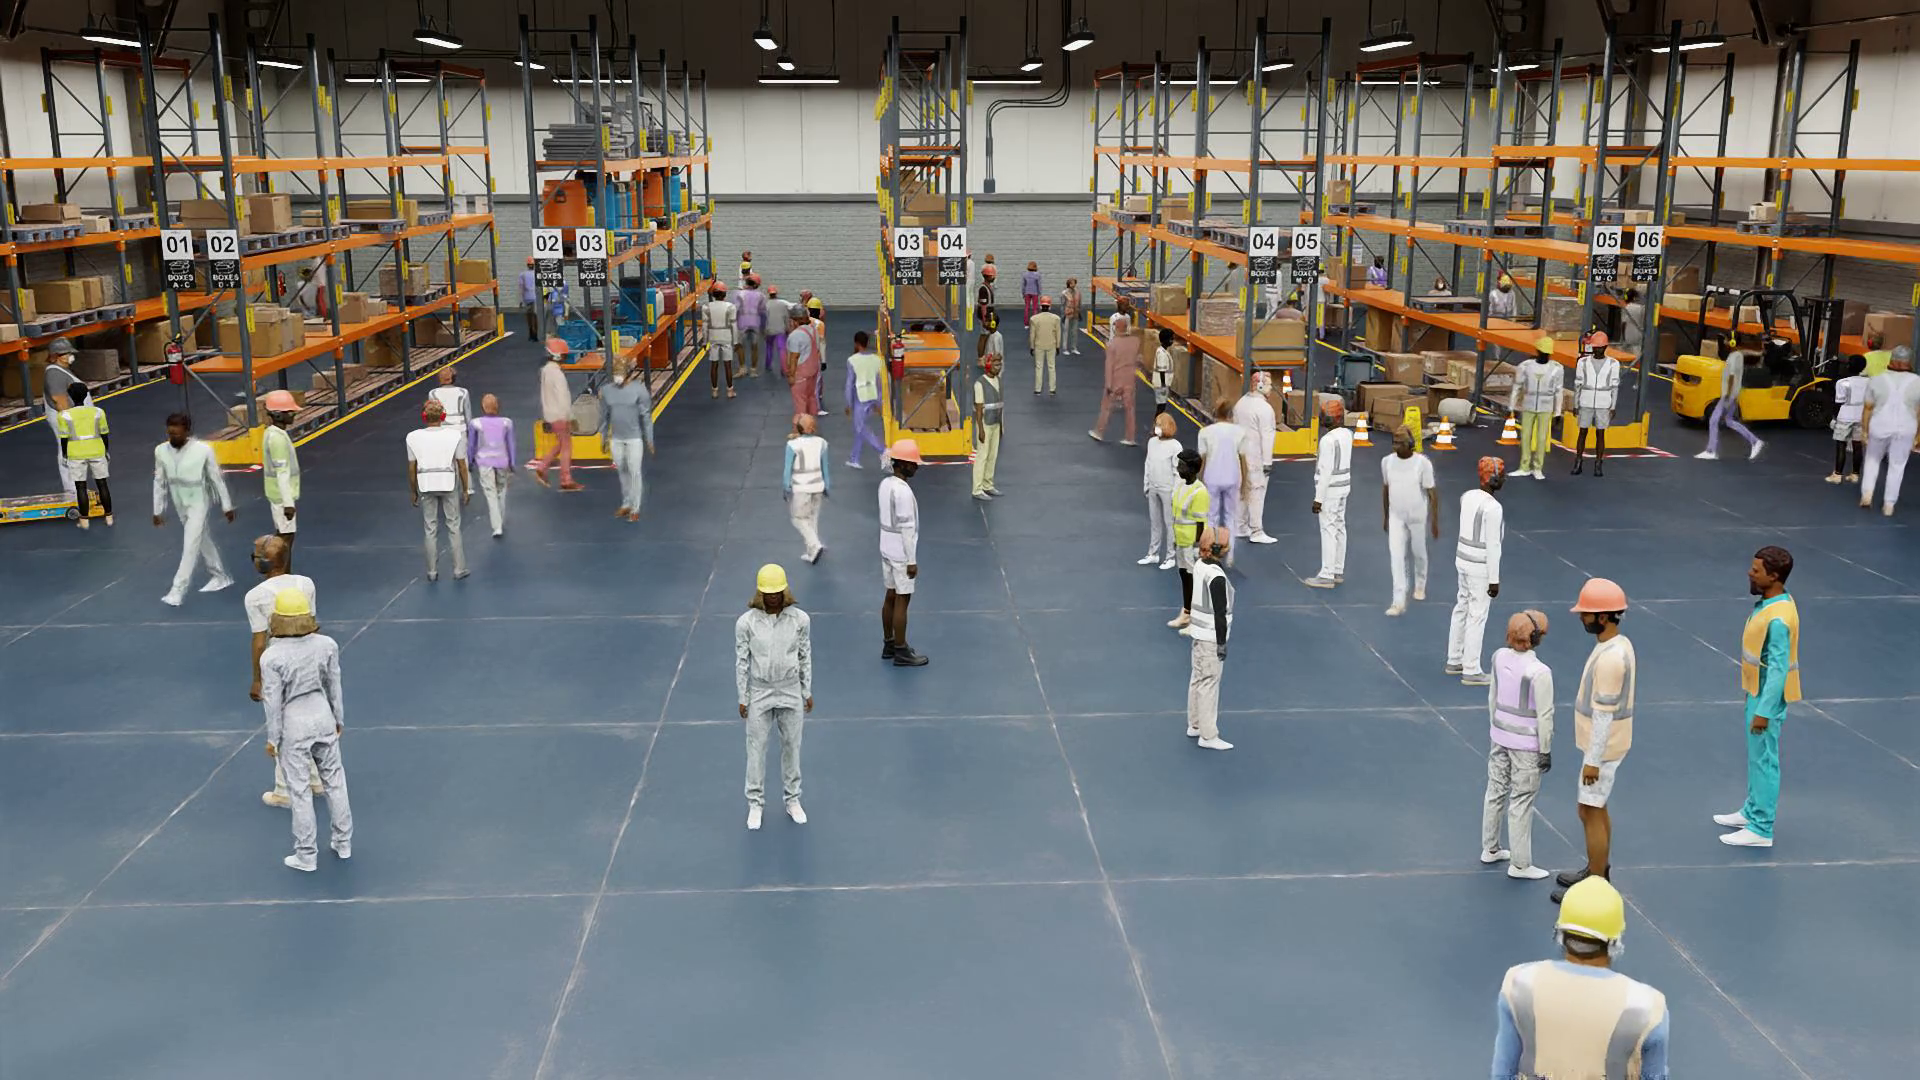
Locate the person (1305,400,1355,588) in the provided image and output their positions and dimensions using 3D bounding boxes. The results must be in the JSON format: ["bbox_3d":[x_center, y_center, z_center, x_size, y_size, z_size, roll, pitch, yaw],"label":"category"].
[{"bbox_3d":[3.693,-0.465,16.567,0.356,1.887,0.572,10,17,36],"label":"person"}]

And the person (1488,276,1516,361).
[{"bbox_3d":[10.995,-4.485,33.857,0.614,1.786,0.849,-3,14,-12],"label":"person"}]

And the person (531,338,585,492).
[{"bbox_3d":[-5.103,-1.569,21.066,0.532,1.968,0.639,-6,15,-25],"label":"person"}]

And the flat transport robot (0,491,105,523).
[{"bbox_3d":[-10.860,-0.380,19.670,1.431,0.197,0.652,-7,15,-28],"label":"flat transport robot"}]

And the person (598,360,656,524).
[{"bbox_3d":[-3.925,-1.145,19.447,0.718,1.895,0.870,4,14,15],"label":"person"}]

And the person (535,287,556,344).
[{"bbox_3d":[-7.809,-3.892,31.367,0.342,1.756,0.518,1,13,3],"label":"person"}]

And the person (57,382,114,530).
[{"bbox_3d":[-10.038,-0.967,19.101,0.539,1.695,0.319,-12,18,-40],"label":"person"}]

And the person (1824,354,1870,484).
[{"bbox_3d":[11.584,-1.568,21.639,0.535,1.700,0.318,-2,13,-9],"label":"person"}]

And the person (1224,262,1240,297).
[{"bbox_3d":[6.240,-5.605,38.471,0.409,1.836,0.567,12,18,41],"label":"person"}]

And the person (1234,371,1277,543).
[{"bbox_3d":[3.300,-0.922,18.471,0.400,1.905,0.643,-5,14,-20],"label":"person"}]

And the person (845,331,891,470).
[{"bbox_3d":[-1.248,-1.884,22.605,0.790,1.881,0.626,12,18,41],"label":"person"}]

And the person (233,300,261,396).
[{"bbox_3d":[-12.602,-3.386,29.274,0.338,1.736,0.506,4,14,17],"label":"person"}]

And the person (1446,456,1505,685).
[{"bbox_3d":[4.237,0.244,13.598,0.355,1.877,0.574,-2,13,-9],"label":"person"}]

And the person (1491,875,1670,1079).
[{"bbox_3d":[2.178,2.086,5.926,0.589,1.809,0.707,10,16,36],"label":"person"}]

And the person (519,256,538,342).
[{"bbox_3d":[-9.668,-5.479,37.751,0.579,1.904,0.831,-2,13,-6],"label":"person"}]

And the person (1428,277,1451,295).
[{"bbox_3d":[10.113,-4.732,35.178,0.507,1.636,0.273,6,15,25],"label":"person"}]

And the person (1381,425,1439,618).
[{"bbox_3d":[4.283,-0.225,15.764,0.596,1.796,0.952,9,16,34],"label":"person"}]

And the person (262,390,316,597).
[{"bbox_3d":[-6.518,-0.436,16.109,0.397,2.043,0.610,-7,15,-26],"label":"person"}]

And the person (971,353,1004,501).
[{"bbox_3d":[0.347,-1.416,20.724,0.385,1.833,0.560,8,15,30],"label":"person"}]

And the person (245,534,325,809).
[{"bbox_3d":[-4.482,0.862,11.035,0.336,1.844,0.514,8,15,29],"label":"person"}]

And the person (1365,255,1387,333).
[{"bbox_3d":[9.837,-5.788,39.244,0.627,1.837,0.429,-8,15,-30],"label":"person"}]

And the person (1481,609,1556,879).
[{"bbox_3d":[3.348,1.216,9.967,0.308,1.645,0.514,-5,14,-21],"label":"person"}]

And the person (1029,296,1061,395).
[{"bbox_3d":[1.506,-3.444,29.470,0.563,1.751,0.330,-1,13,-5],"label":"person"}]

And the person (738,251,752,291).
[{"bbox_3d":[-5.212,-6.114,40.576,0.390,1.850,0.565,-4,14,-17],"label":"person"}]

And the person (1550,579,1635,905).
[{"bbox_3d":[3.662,1.166,9.594,0.389,1.923,0.549,6,14,23],"label":"person"}]

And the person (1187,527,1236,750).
[{"bbox_3d":[1.827,0.707,12.132,0.306,1.639,0.523,-2,13,-10],"label":"person"}]

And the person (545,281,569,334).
[{"bbox_3d":[-8.263,-4.626,33.877,0.605,2.036,0.388,1,13,5],"label":"person"}]

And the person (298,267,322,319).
[{"bbox_3d":[-13.789,-4.881,35.393,0.621,1.831,0.552,8,16,31],"label":"person"}]

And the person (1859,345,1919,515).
[{"bbox_3d":[11.204,-1.343,19.955,0.693,2.000,0.655,7,15,29],"label":"person"}]

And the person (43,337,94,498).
[{"bbox_3d":[-11.033,-1.503,20.634,0.536,2.000,0.680,-7,15,-26],"label":"person"}]

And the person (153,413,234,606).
[{"bbox_3d":[-7.414,-0.313,16.001,0.627,1.851,1.008,3,14,14],"label":"person"}]

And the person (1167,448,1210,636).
[{"bbox_3d":[2.068,0.013,14.962,0.320,1.692,0.534,-3,14,-14],"label":"person"}]

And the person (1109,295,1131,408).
[{"bbox_3d":[2.708,-3.176,28.060,0.337,1.880,0.584,8,16,32],"label":"person"}]
